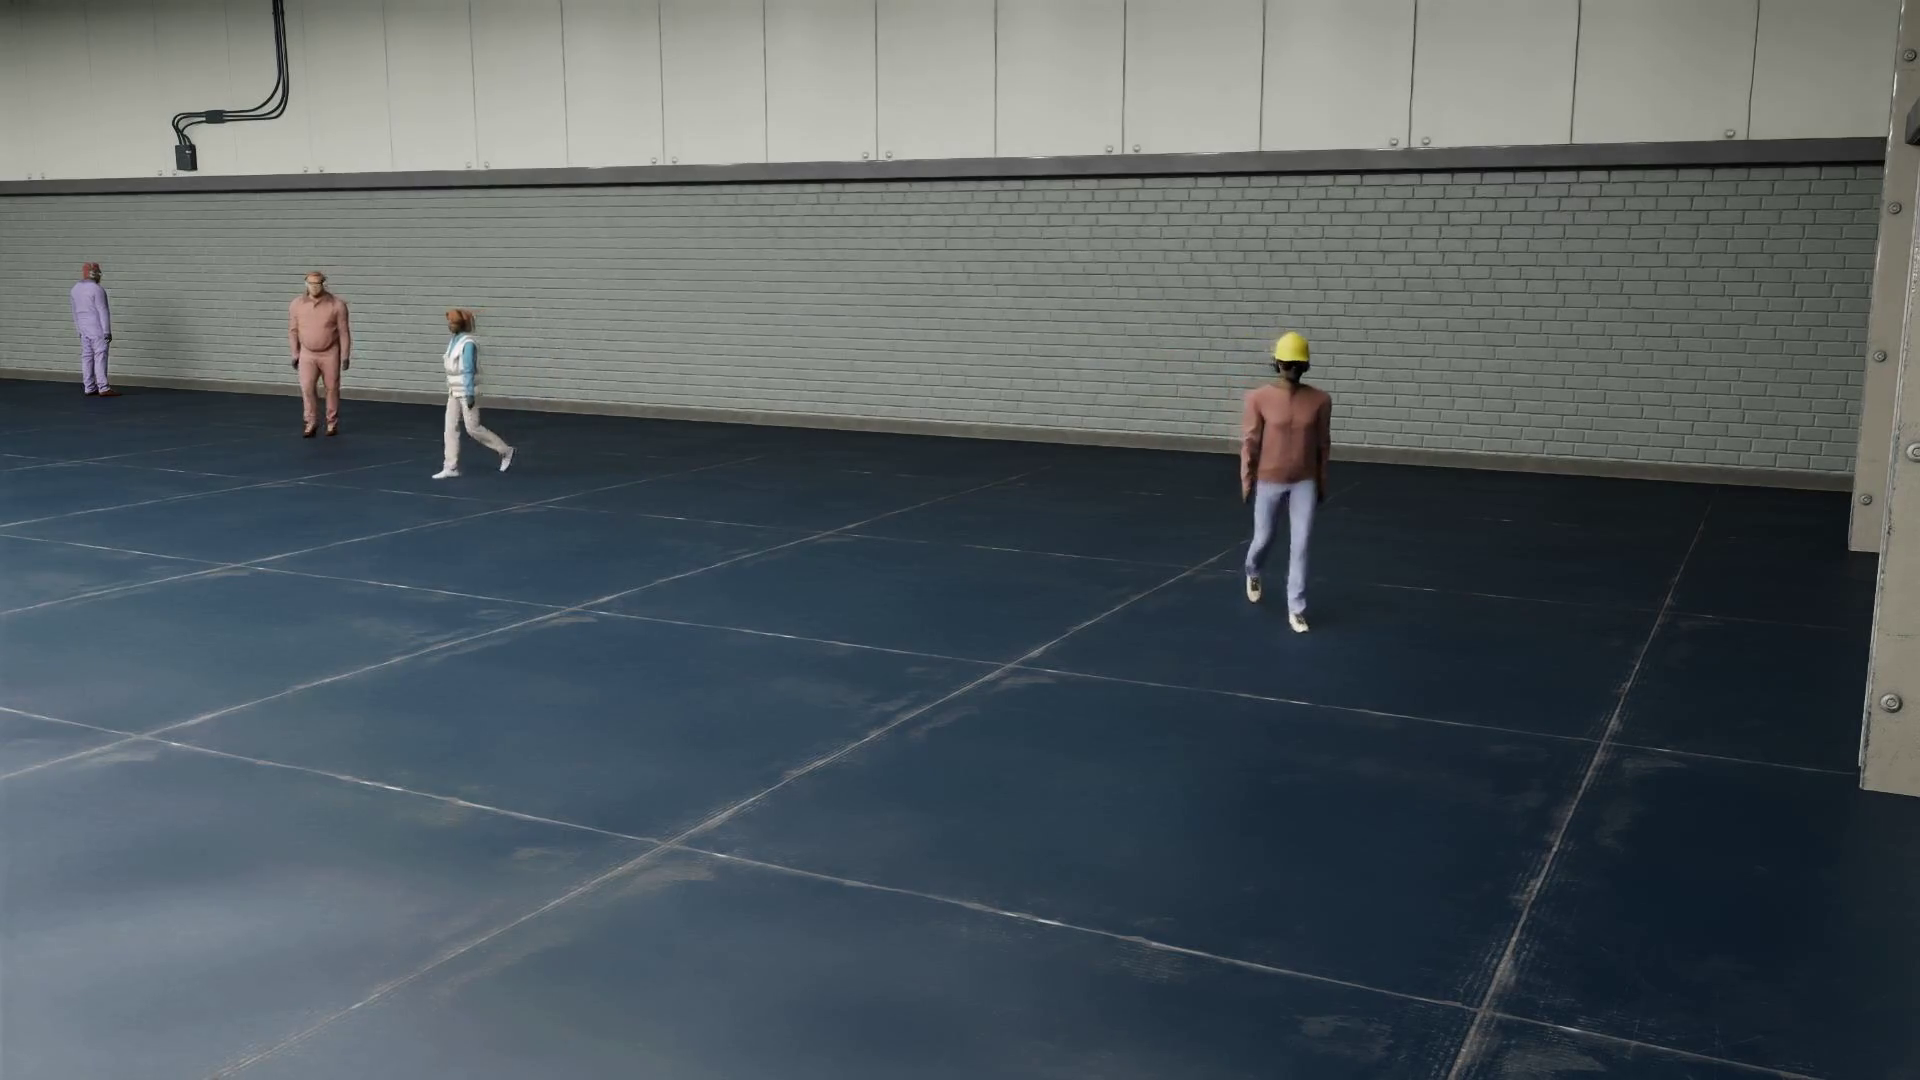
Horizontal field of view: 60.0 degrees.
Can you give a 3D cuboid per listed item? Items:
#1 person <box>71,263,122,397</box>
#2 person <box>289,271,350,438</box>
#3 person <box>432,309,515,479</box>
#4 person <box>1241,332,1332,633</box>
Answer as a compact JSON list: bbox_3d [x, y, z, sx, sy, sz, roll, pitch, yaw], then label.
[{"bbox_3d":[-12.363,-3.005,23.801,0.652,1.904,0.402,5,12,27],"label":"person"},{"bbox_3d":[-7.275,-2.091,18.861,0.673,1.881,0.785,-2,11,-10],"label":"person"},{"bbox_3d":[-4.659,-1.394,15.807,0.732,1.612,0.526,-8,13,-37],"label":"person"},{"bbox_3d":[1.917,-0.366,9.866,0.531,1.748,0.704,0,10,-2],"label":"person"}]
